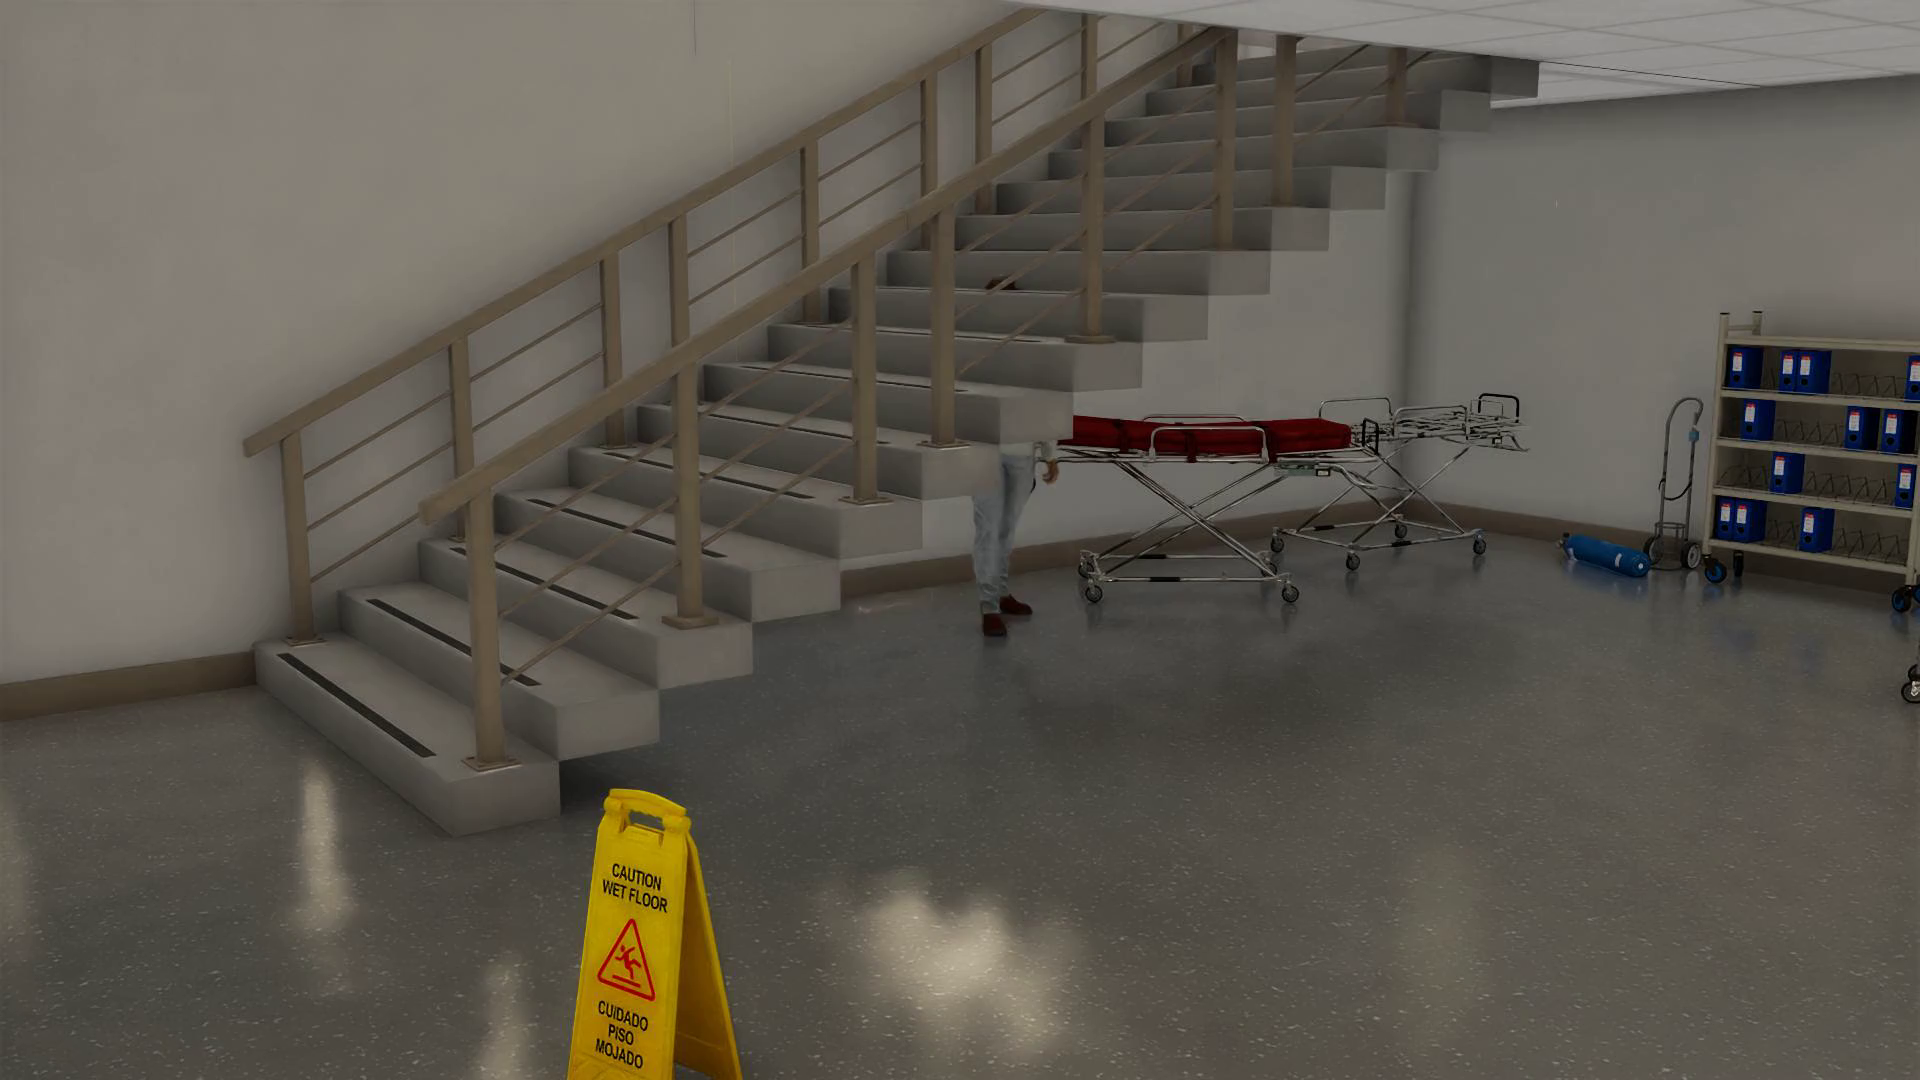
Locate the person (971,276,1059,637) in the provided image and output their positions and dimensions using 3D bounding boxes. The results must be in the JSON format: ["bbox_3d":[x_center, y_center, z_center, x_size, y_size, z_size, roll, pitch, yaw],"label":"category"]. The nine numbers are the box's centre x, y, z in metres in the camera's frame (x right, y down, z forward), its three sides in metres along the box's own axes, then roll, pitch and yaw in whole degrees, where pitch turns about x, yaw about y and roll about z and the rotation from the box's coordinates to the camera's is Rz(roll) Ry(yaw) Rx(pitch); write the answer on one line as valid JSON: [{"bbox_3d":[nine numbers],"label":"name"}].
[{"bbox_3d":[0.214,-0.460,8.956,0.646,1.899,0.713,-4,11,-22],"label":"person"}]
